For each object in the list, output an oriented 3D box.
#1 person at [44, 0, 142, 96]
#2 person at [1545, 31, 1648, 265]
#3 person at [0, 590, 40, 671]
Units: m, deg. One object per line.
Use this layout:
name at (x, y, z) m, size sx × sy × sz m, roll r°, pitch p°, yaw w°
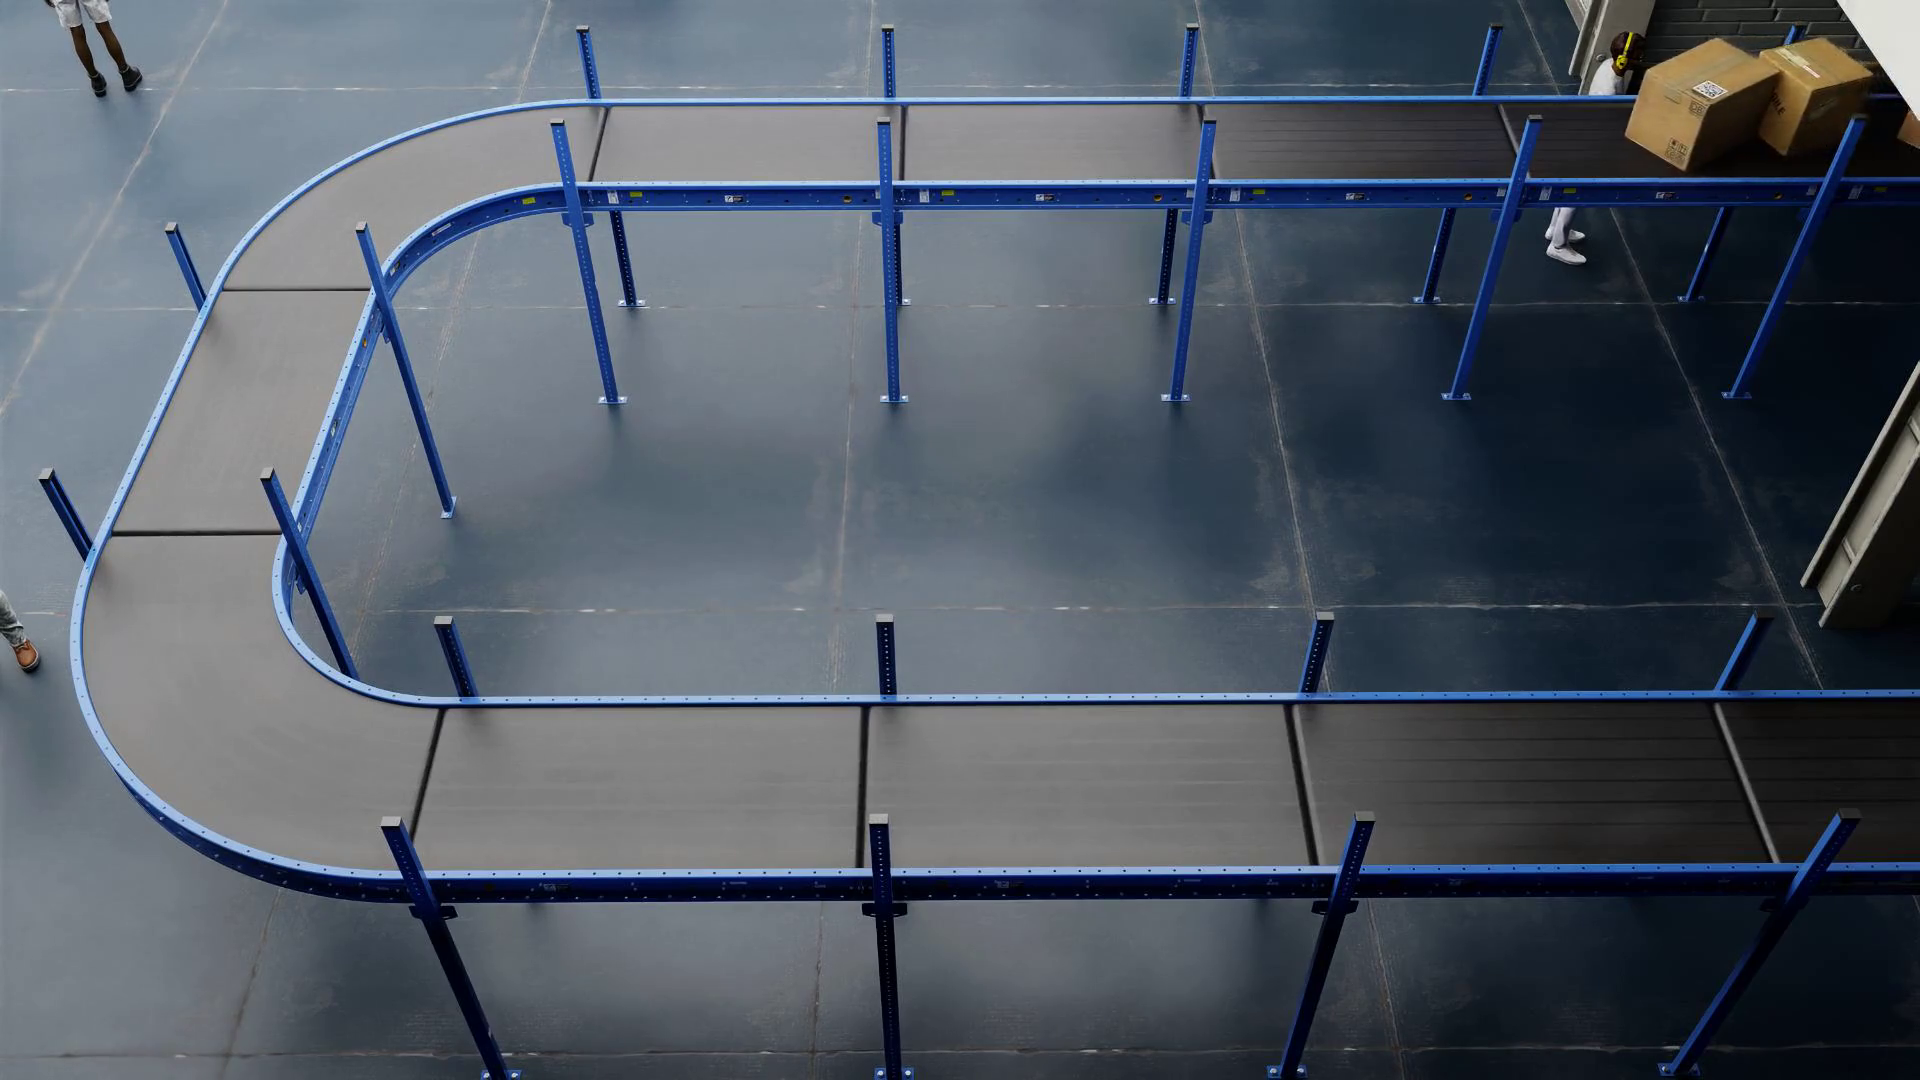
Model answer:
person at (-7.374, -4.620, 14.273) m, size 0.543 × 1.927 × 0.375 m, roll -12°, pitch 48°, yaw -11°
person at (4.712, -2.919, 12.723) m, size 0.316 × 1.870 × 0.531 m, roll 10°, pitch 48°, yaw 9°
person at (-5.887, 0.095, 9.864) m, size 0.636 × 1.939 × 0.365 m, roll -22°, pitch 51°, yaw -20°
